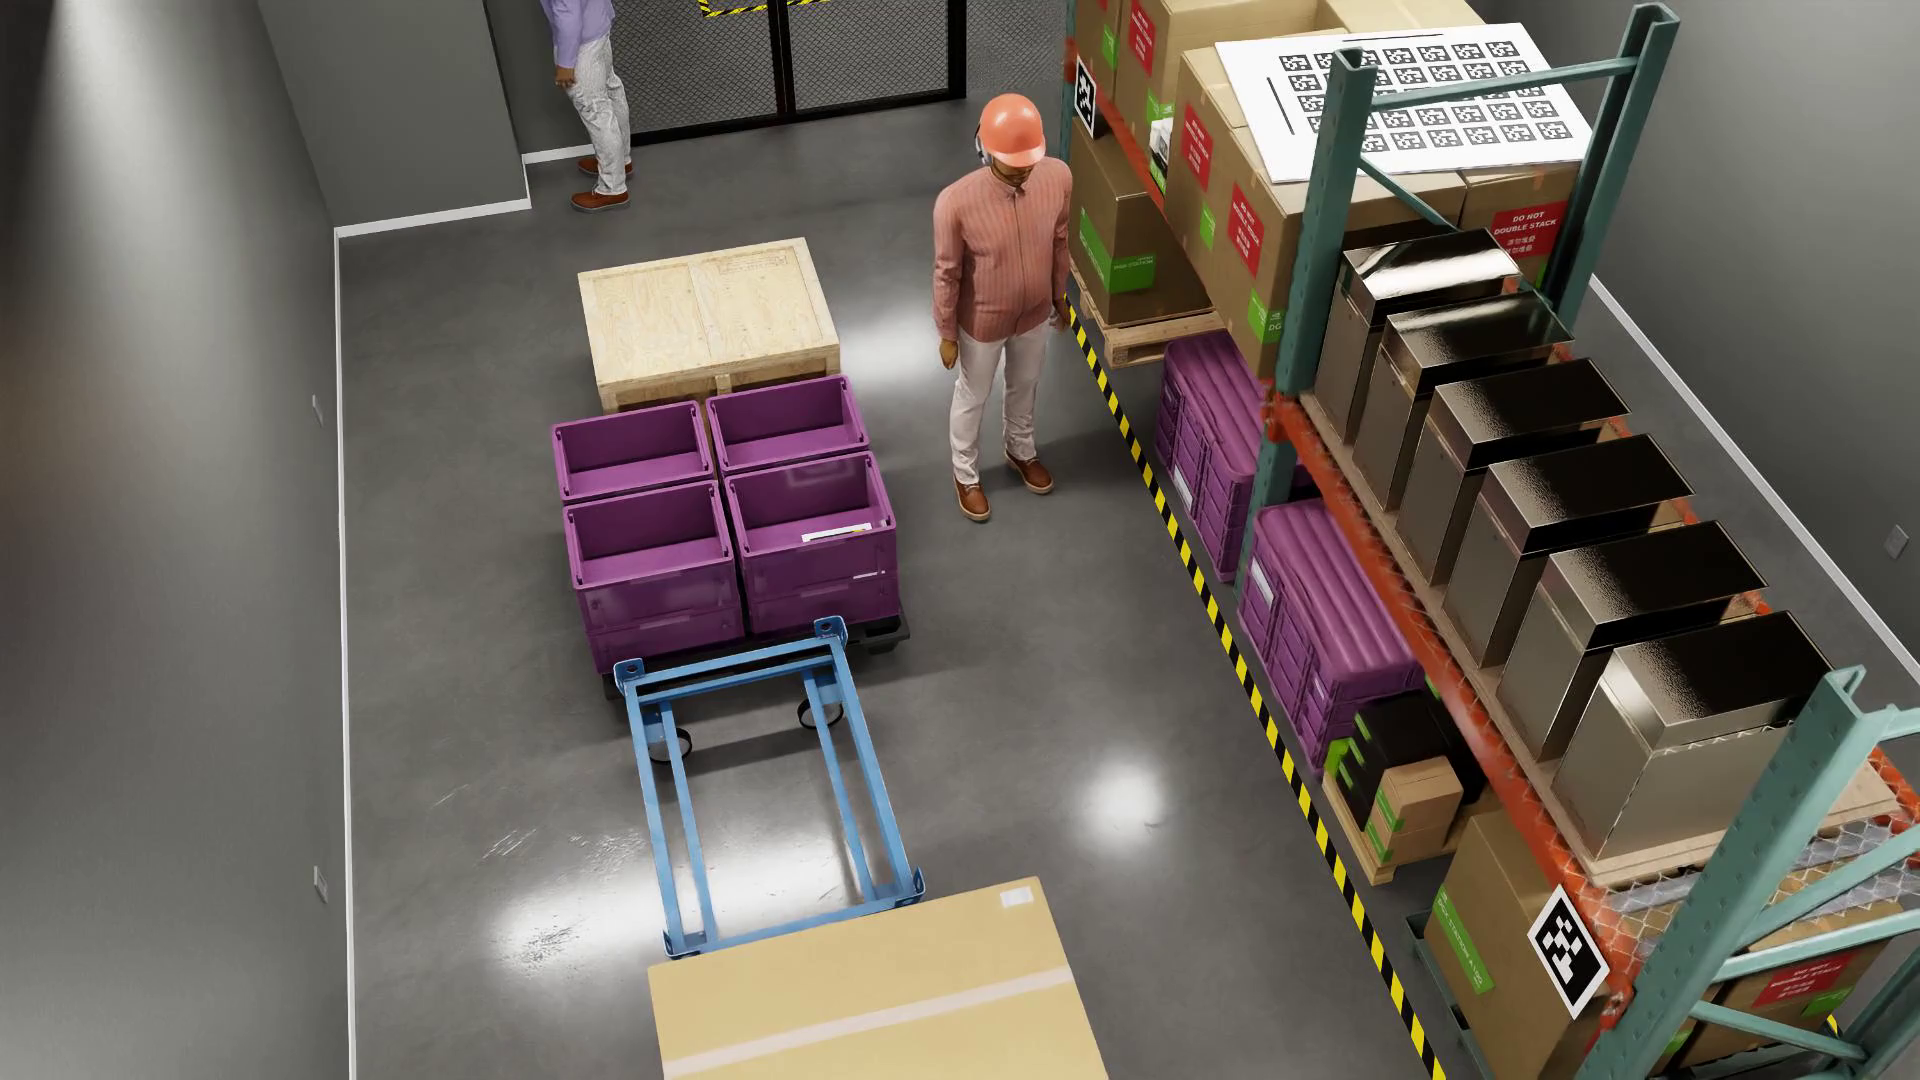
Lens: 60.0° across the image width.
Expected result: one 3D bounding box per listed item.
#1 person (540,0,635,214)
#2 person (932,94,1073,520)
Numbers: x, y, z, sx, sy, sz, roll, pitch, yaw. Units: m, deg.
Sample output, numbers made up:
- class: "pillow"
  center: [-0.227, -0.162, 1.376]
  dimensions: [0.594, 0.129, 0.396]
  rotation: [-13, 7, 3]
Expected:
- class: "person"
  center: [-1.886, -2.509, 8.191]
  dimensions: [0.372, 1.940, 0.627]
  rotation: [1, 47, 1]
- class: "person"
  center: [0.183, -0.918, 6.692]
  dimensions: [0.623, 1.993, 0.385]
  rotation: [-23, 51, -20]
